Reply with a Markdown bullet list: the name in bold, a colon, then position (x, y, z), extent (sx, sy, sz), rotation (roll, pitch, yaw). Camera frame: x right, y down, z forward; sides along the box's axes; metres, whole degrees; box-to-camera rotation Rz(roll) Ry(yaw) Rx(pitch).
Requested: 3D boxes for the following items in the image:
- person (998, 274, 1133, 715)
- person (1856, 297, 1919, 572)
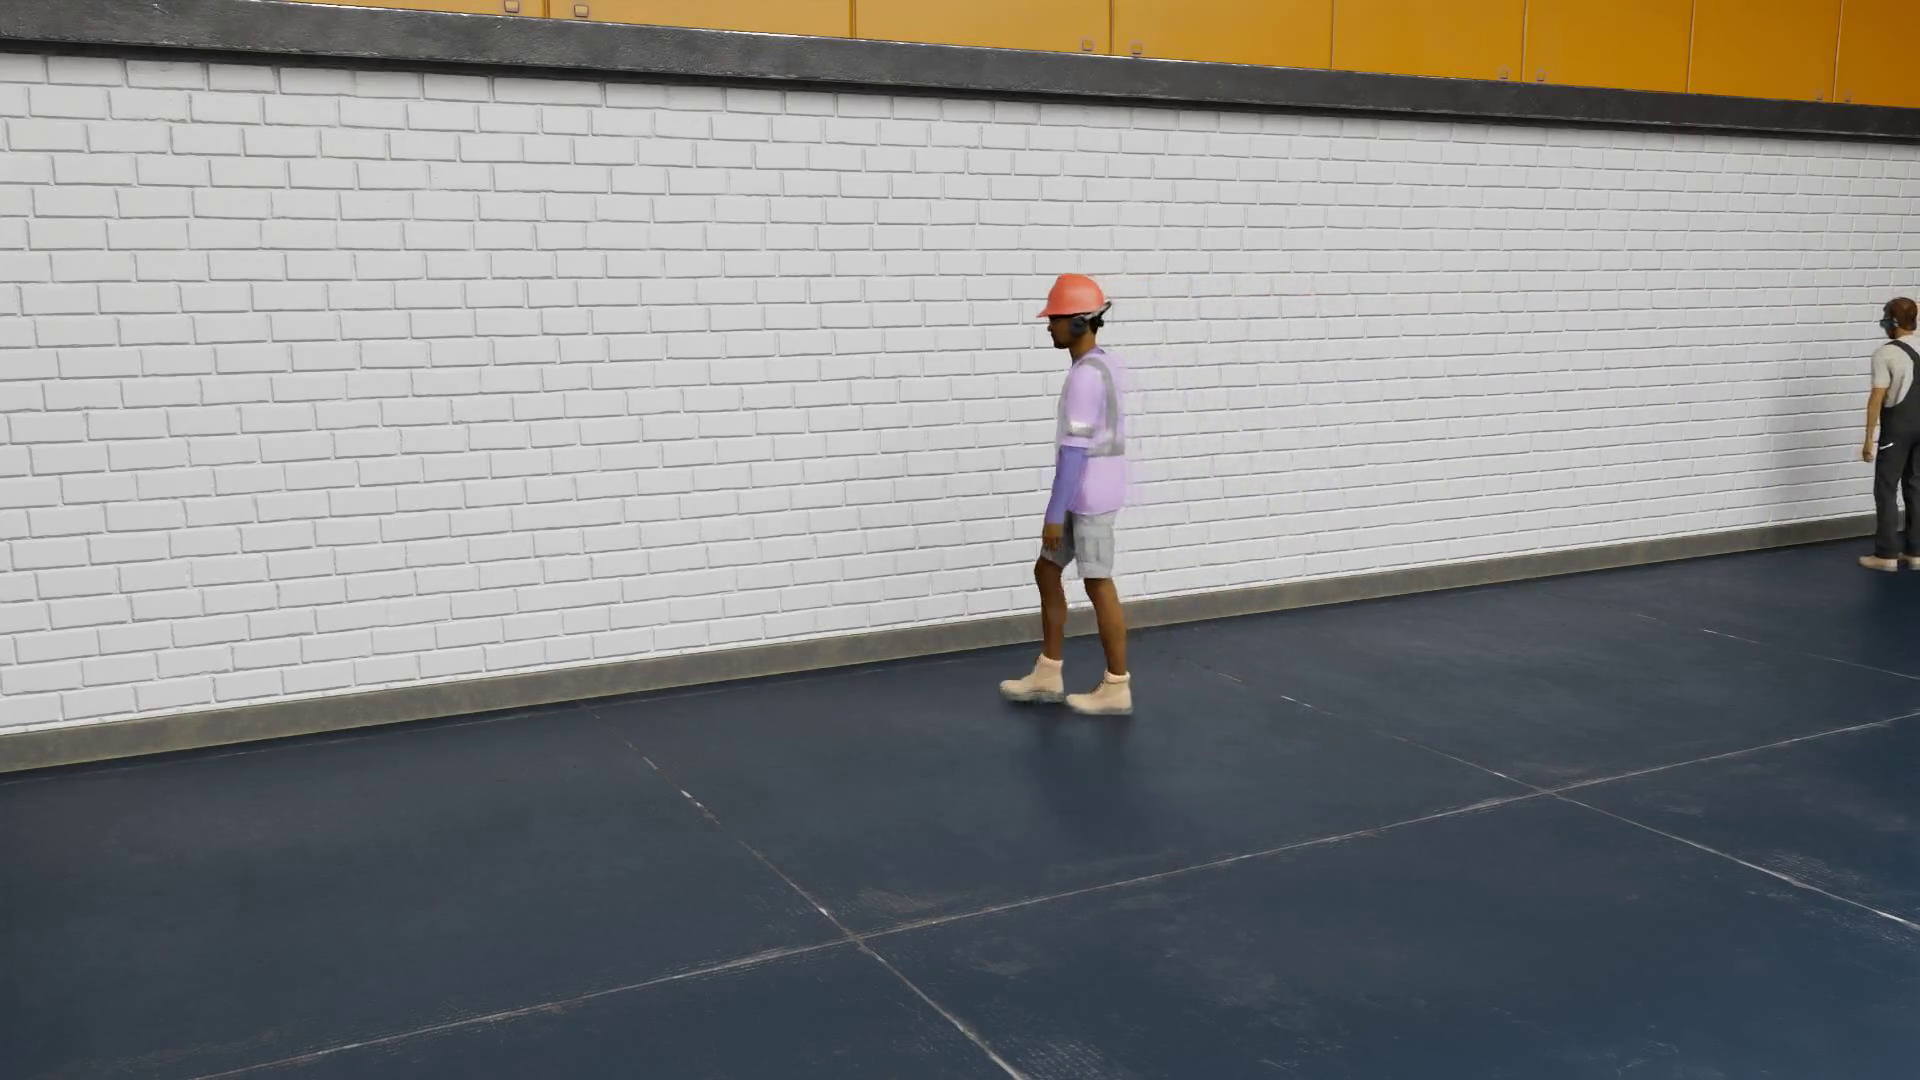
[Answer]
- **person**: position (0.448, -0.189, 7.582), extent (0.794, 2.016, 0.647), rotation (1, 10, 8)
- **person**: position (6.256, -0.699, 11.092), extent (0.529, 1.823, 0.401), rotation (-2, 10, -12)
